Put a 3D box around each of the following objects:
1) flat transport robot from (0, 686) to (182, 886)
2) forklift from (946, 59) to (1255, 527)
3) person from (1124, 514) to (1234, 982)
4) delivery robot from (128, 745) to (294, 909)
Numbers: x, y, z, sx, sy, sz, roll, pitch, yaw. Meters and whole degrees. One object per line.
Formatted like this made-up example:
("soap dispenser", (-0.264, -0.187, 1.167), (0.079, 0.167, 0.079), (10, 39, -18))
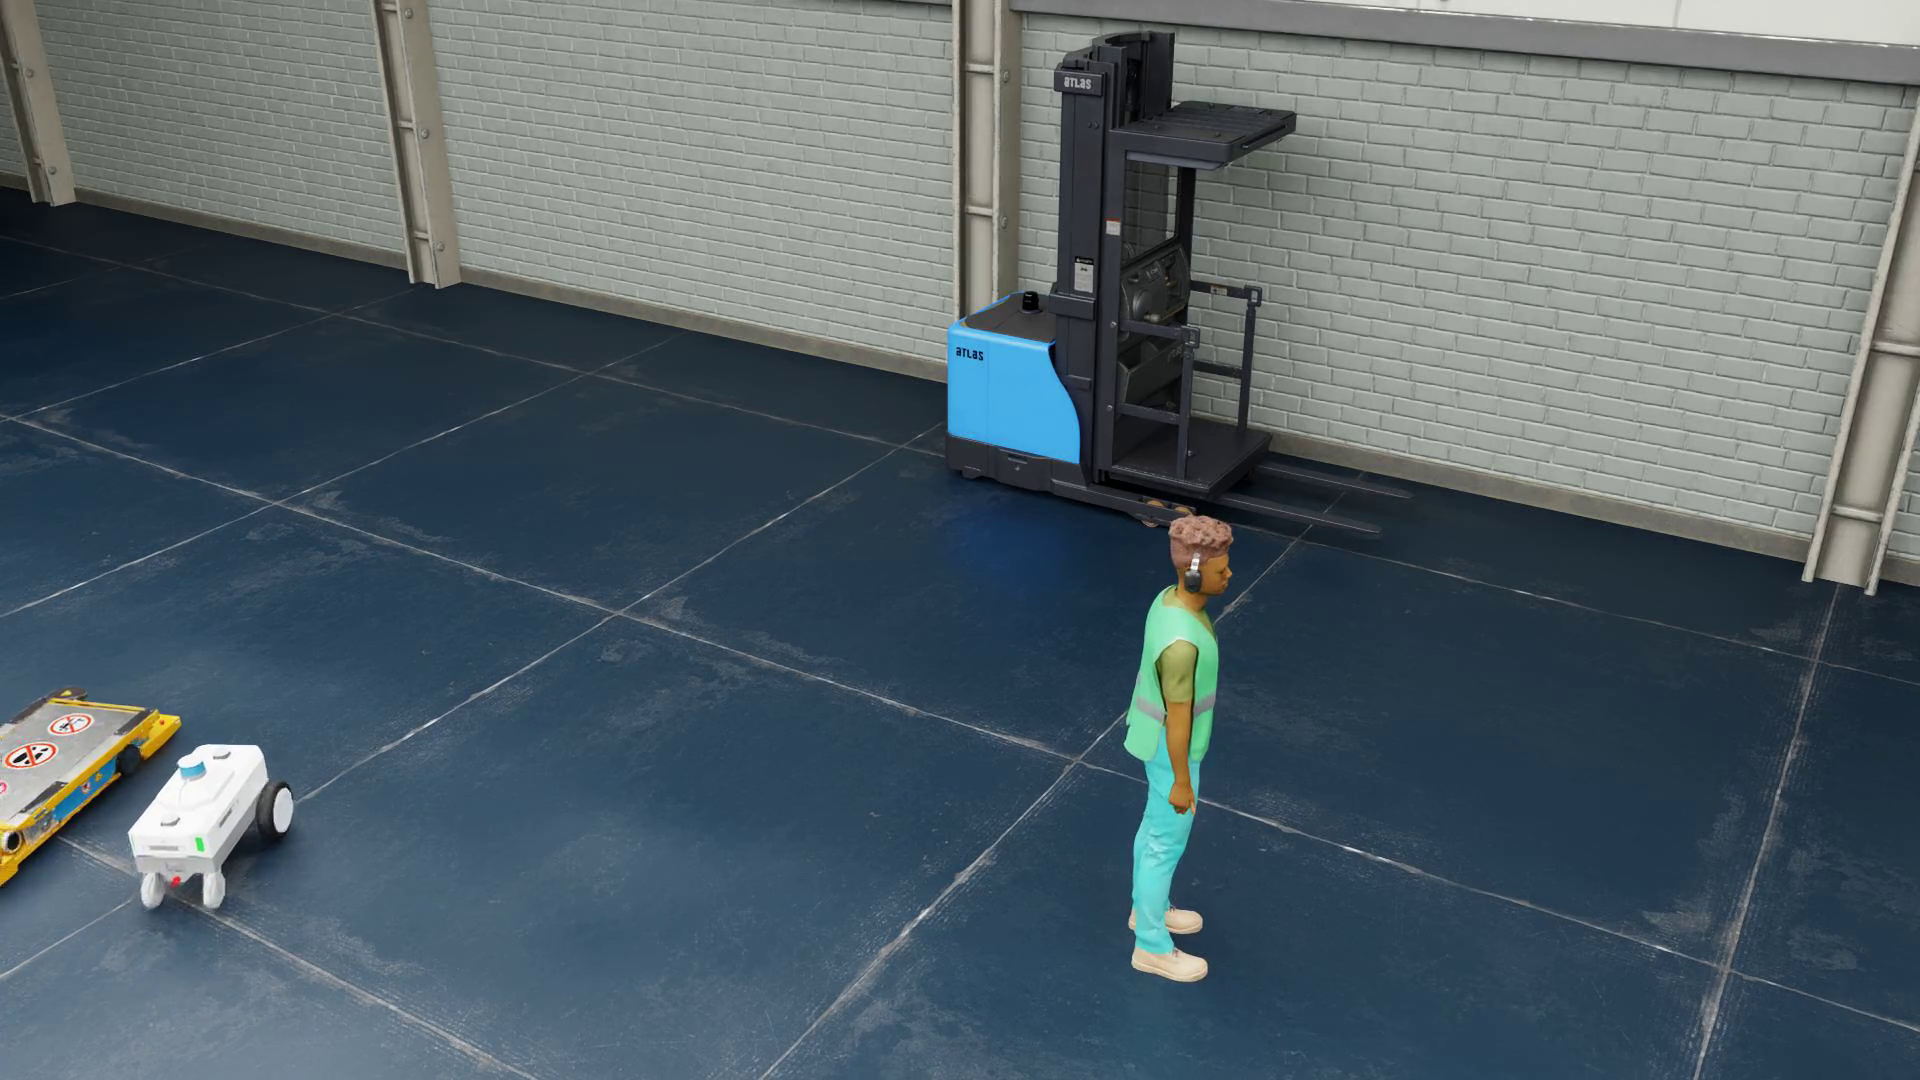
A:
("flat transport robot", (-4.394, 1.151, 7.823), (0.659, 0.231, 1.431), (5, 26, 9))
("forklift", (0.933, -1.707, 10.833), (1.873, 2.768, 1.129), (15, 29, 28))
("person", (0.836, 0.811, 6.547), (0.383, 1.977, 0.488), (2, 25, 5))
("delivery robot", (-3.336, 1.211, 7.333), (0.499, 0.570, 0.747), (1, 25, 1))
